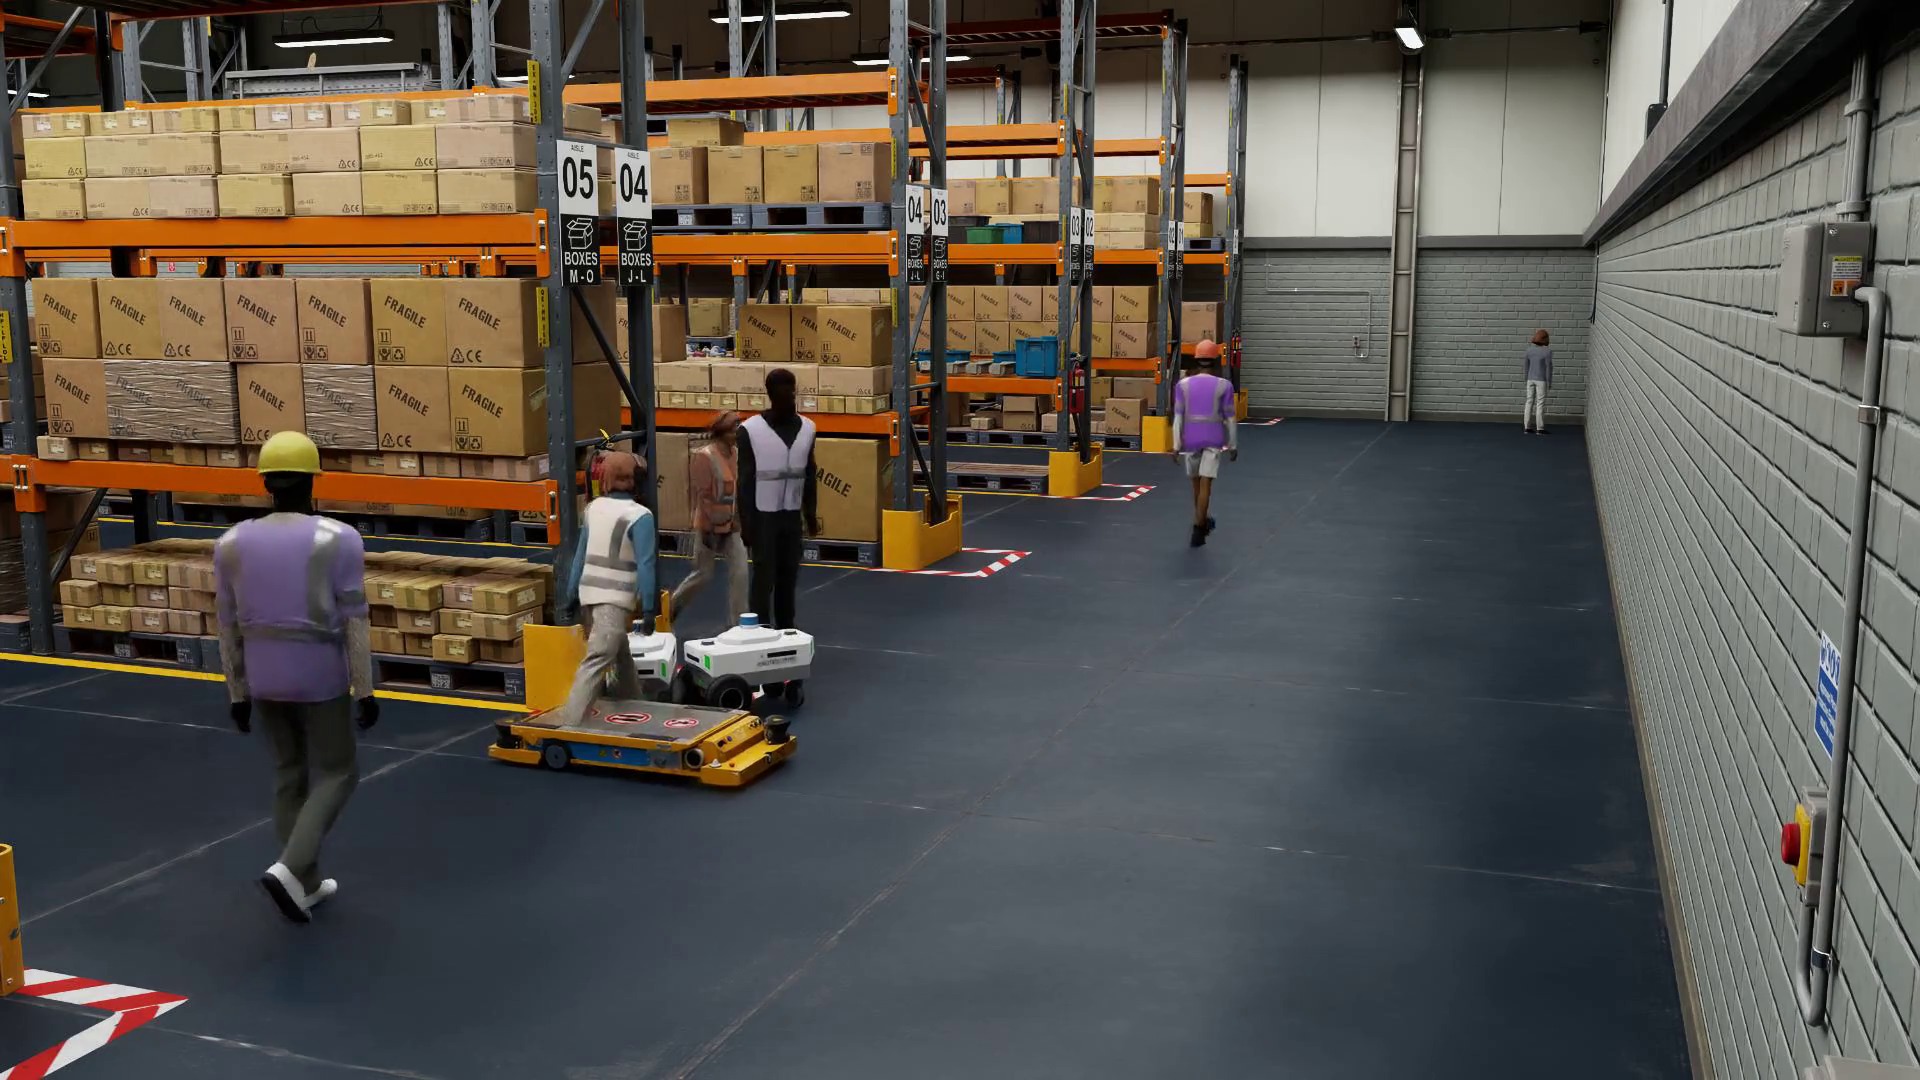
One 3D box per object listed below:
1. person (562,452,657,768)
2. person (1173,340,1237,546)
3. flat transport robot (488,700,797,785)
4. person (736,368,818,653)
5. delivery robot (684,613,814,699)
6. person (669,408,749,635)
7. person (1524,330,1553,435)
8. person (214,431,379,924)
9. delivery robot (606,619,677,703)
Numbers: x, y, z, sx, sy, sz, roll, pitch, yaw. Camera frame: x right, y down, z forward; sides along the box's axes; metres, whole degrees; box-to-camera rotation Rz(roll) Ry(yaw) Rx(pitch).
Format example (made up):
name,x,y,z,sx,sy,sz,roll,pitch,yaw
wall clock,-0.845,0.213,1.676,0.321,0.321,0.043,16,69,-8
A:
name,x,y,z,sx,sy,sz,roll,pitch,yaw
person,-1.808,0.335,8.673,0.568,1.575,0.920,8,12,42
person,2.300,-0.918,15.540,0.568,1.883,0.985,4,10,22
flat transport robot,-1.622,1.009,8.527,1.431,0.197,0.652,3,10,19
person,-1.183,-0.162,10.782,0.614,1.904,0.437,-8,12,-42
delivery robot,-1.200,0.663,9.517,0.707,0.478,0.477,-6,11,-32
person,-1.681,-0.091,11.227,0.723,1.608,0.535,6,11,33
person,9.019,-2.462,25.953,0.282,1.633,0.501,-6,11,-31
person,-2.556,0.544,6.364,0.614,1.904,0.619,1,9,6
delivery robot,-1.783,0.690,9.345,0.477,0.478,0.707,-1,9,-5
